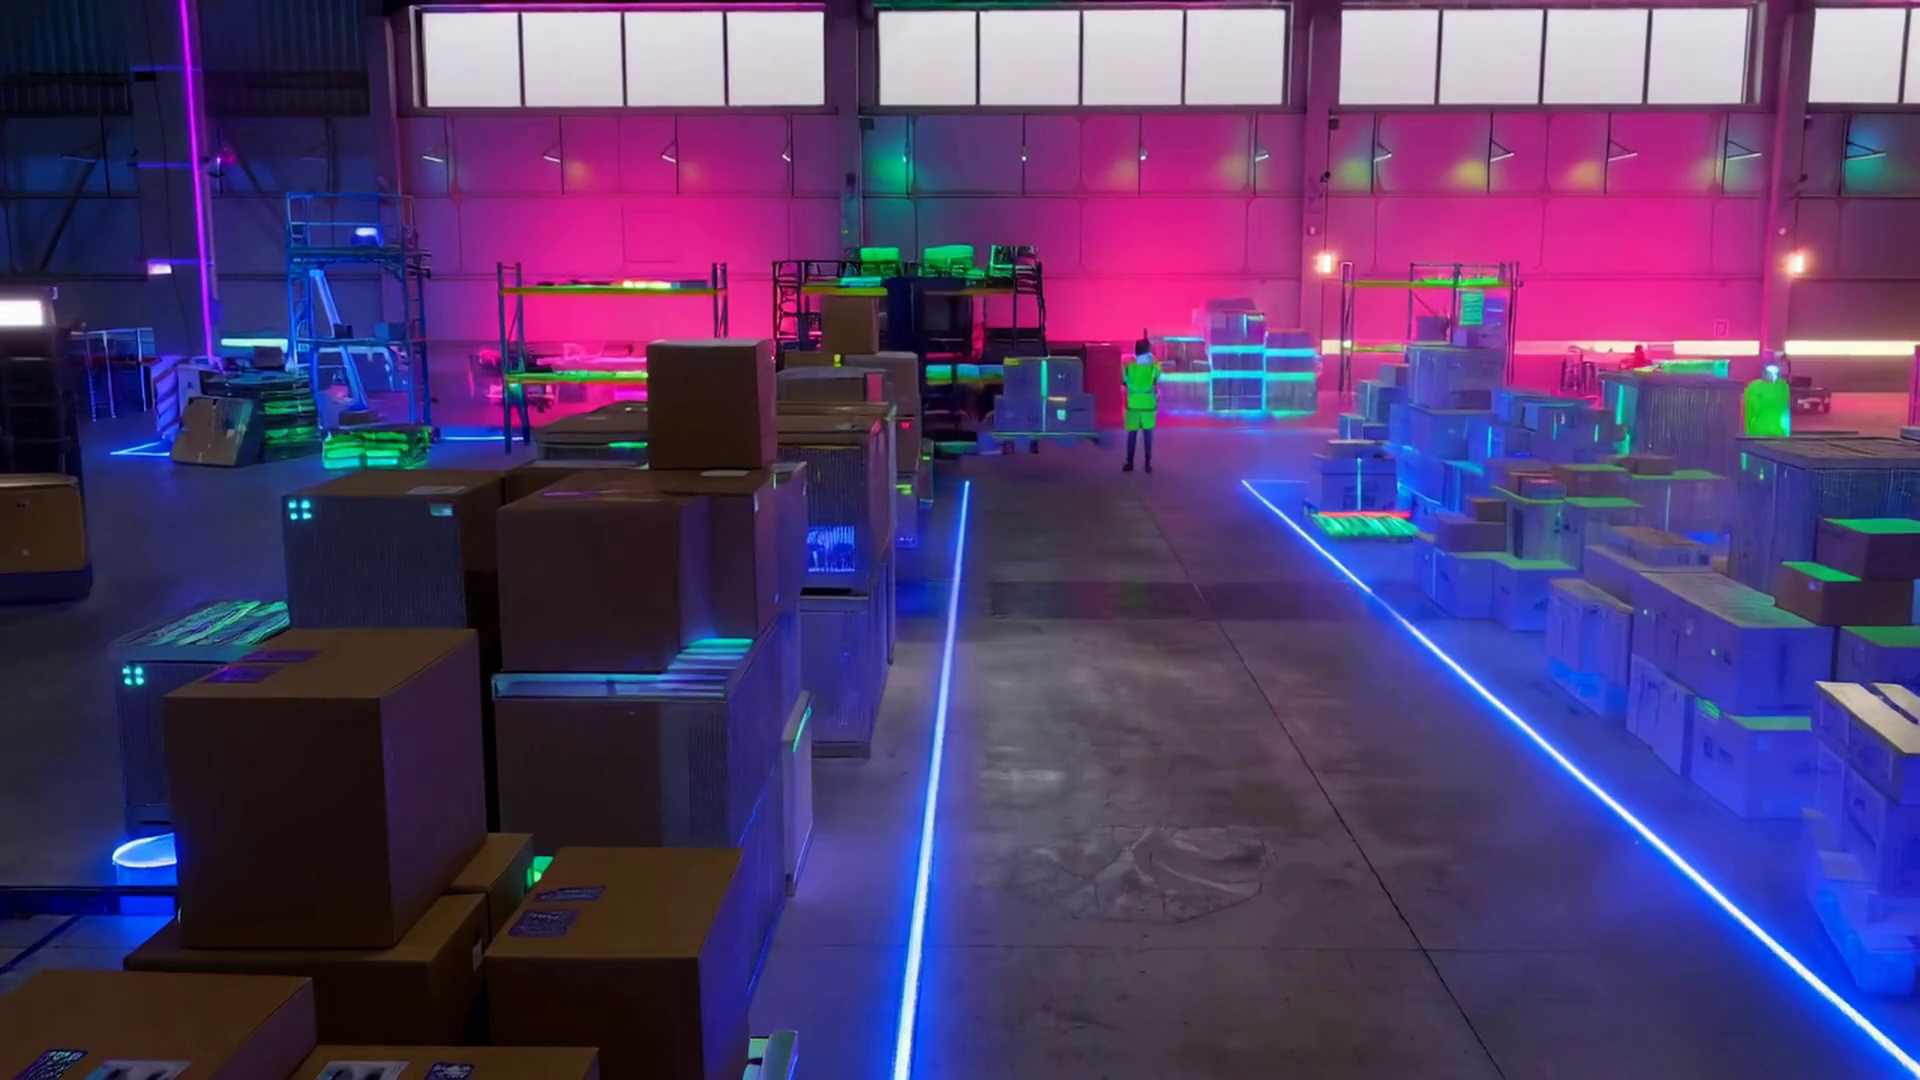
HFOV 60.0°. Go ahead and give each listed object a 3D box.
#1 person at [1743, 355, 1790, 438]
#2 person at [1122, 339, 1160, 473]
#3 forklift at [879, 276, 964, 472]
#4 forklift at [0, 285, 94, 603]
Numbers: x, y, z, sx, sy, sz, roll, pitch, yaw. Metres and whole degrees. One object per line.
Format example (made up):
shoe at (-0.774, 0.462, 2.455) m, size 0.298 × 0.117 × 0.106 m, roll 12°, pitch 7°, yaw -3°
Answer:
person at (9.690, -1.265, 20.058) m, size 0.650 × 1.927 × 0.563 m, roll -3°, pitch 10°, yaw -19°
person at (2.609, -1.936, 24.055) m, size 0.544 × 1.938 × 0.356 m, roll 2°, pitch 10°, yaw 13°
forklift at (-0.906, -2.420, 24.134) m, size 1.873 × 2.768 × 1.129 m, roll 0°, pitch 9°, yaw -2°
forklift at (-8.658, -0.926, 15.185) m, size 1.129 × 2.768 × 1.873 m, roll -5°, pitch 11°, yaw -27°
